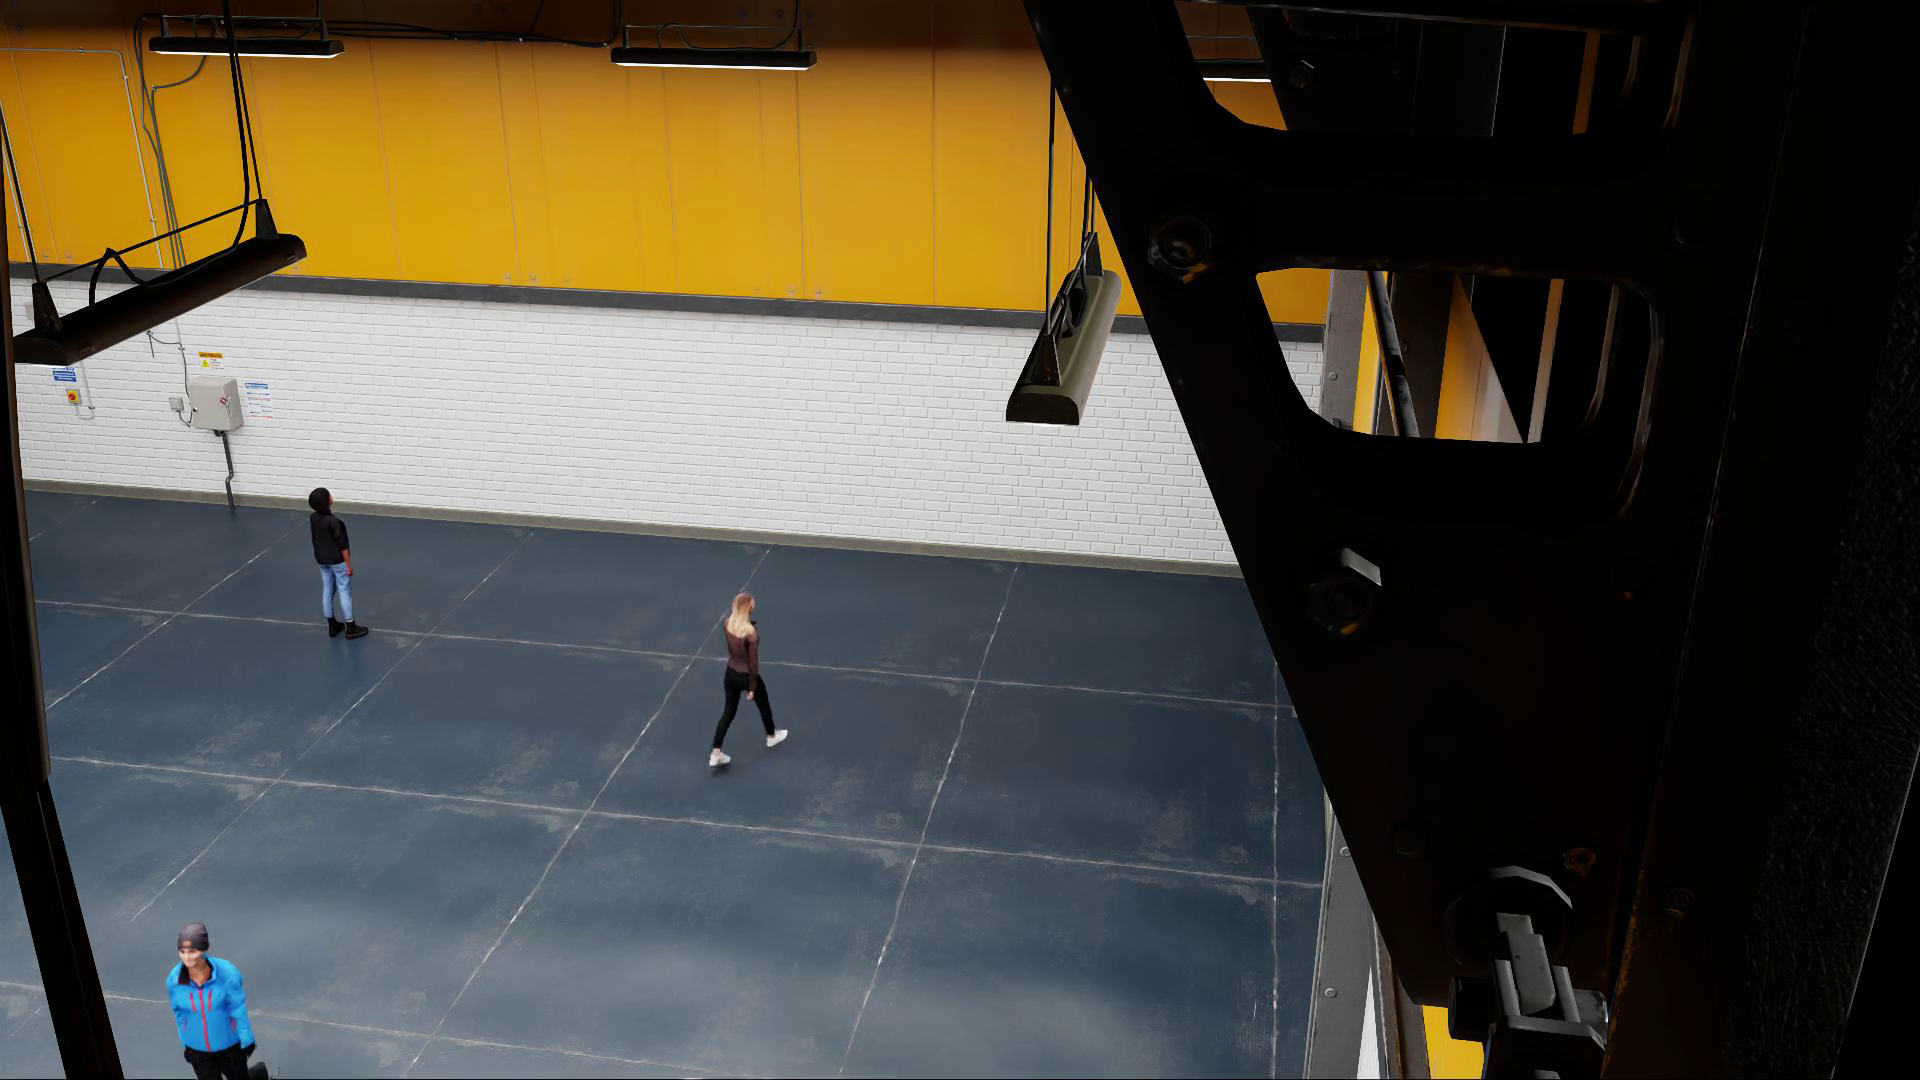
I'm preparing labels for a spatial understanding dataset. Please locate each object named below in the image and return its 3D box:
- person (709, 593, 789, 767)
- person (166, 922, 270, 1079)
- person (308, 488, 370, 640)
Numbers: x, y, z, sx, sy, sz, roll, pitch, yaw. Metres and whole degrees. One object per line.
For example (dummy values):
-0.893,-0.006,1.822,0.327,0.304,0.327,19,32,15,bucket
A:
-2.051,1.301,15.170,0.942,1.662,1.201,17,29,34,person
-4.756,3.189,10.708,0.740,1.778,1.030,0,24,-1,person
-6.616,0.240,17.549,0.602,1.702,0.591,9,25,19,person
